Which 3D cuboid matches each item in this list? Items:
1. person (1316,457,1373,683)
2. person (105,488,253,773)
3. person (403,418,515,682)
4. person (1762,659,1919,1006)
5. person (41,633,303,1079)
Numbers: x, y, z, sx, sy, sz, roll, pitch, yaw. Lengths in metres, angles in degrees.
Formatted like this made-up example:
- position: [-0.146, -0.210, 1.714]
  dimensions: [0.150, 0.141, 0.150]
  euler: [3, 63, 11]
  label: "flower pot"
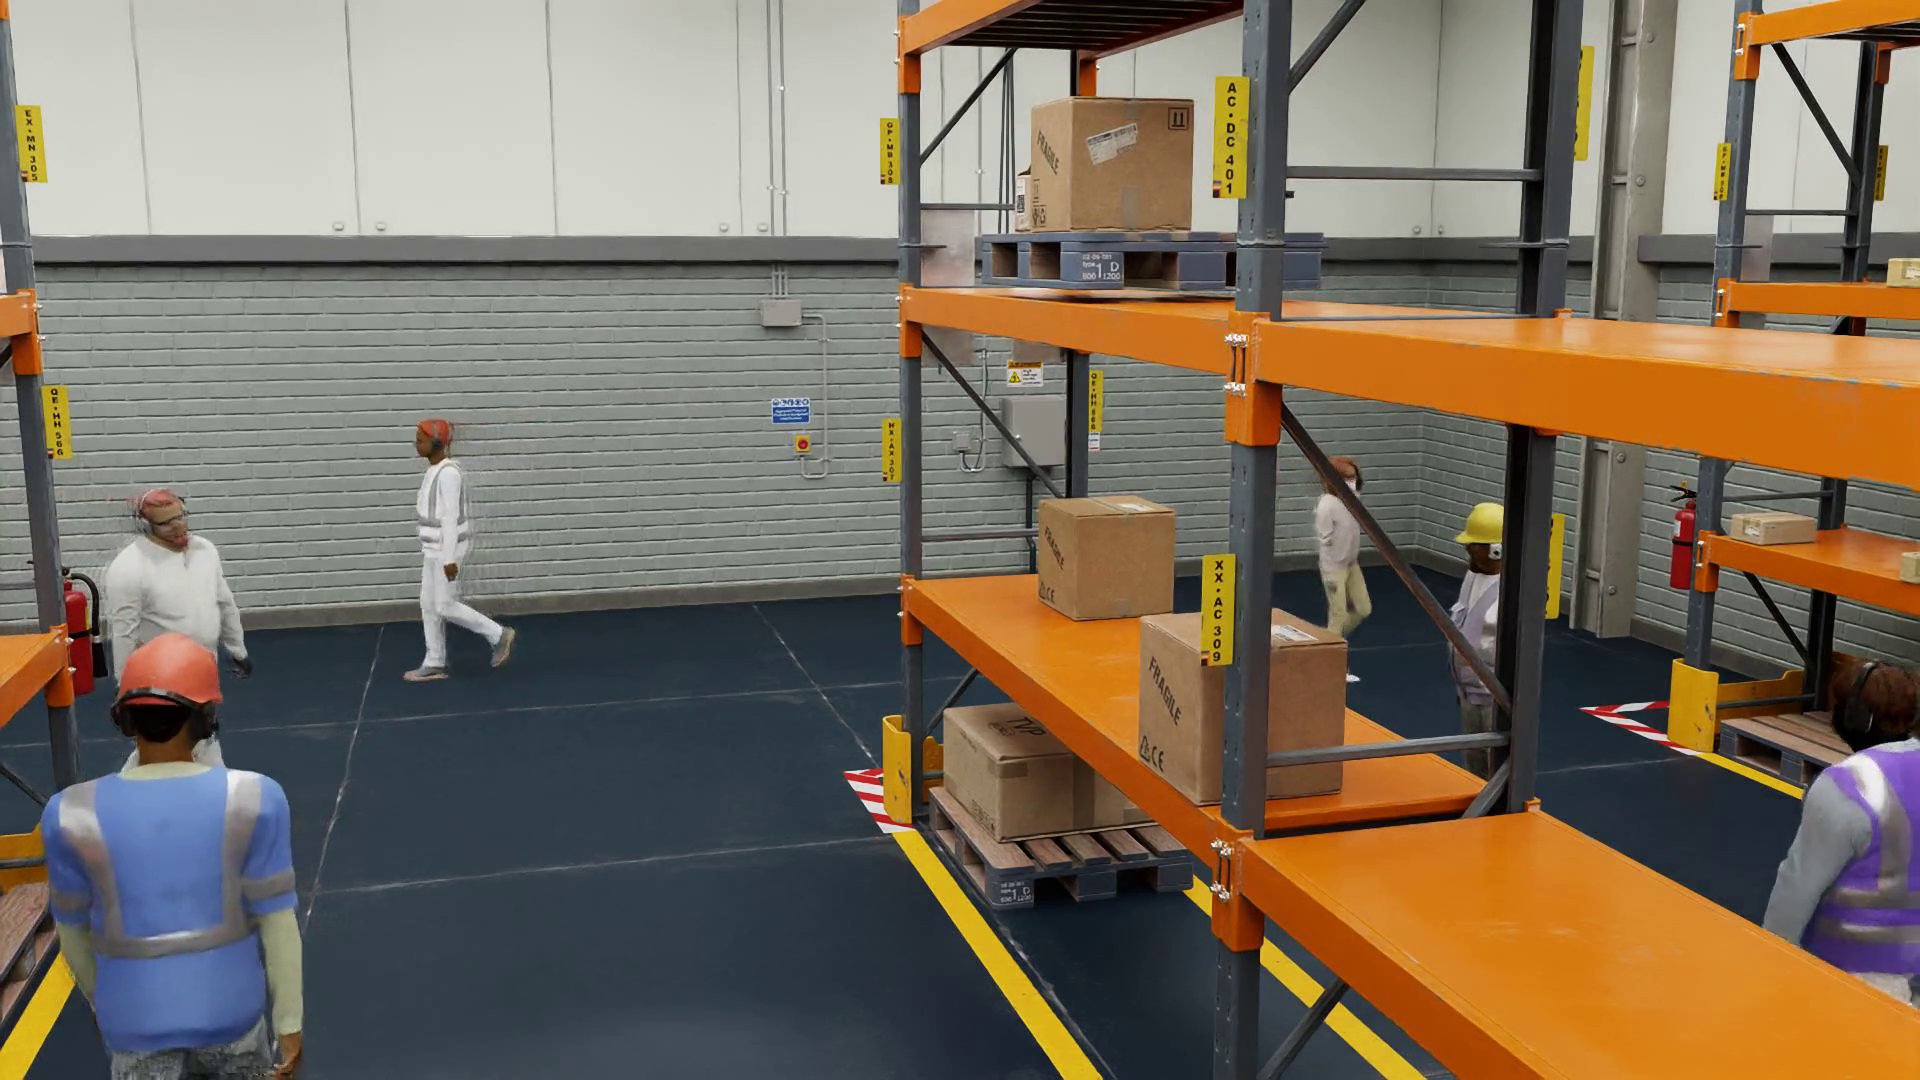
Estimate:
- position: [2.667, 0.214, 11.567]
  dimensions: [0.336, 1.611, 0.523]
  euler: [9, 14, 43]
  label: "person"
- position: [-4.067, 0.619, 8.584]
  dimensions: [0.996, 1.851, 0.706]
  euler: [3, 10, 18]
  label: "person"
- position: [-3.567, 0.069, 11.685]
  dimensions: [0.691, 1.863, 0.587]
  euler: [-6, 11, -29]
  label: "person"
- position: [2.787, 1.261, 5.153]
  dimensions: [0.642, 1.792, 0.975]
  euler: [-7, 12, -33]
  label: "person"
- position: [-2.109, 1.251, 4.524]
  dimensions: [0.597, 2.012, 0.625]
  euler: [-4, 11, -24]
  label: "person"
